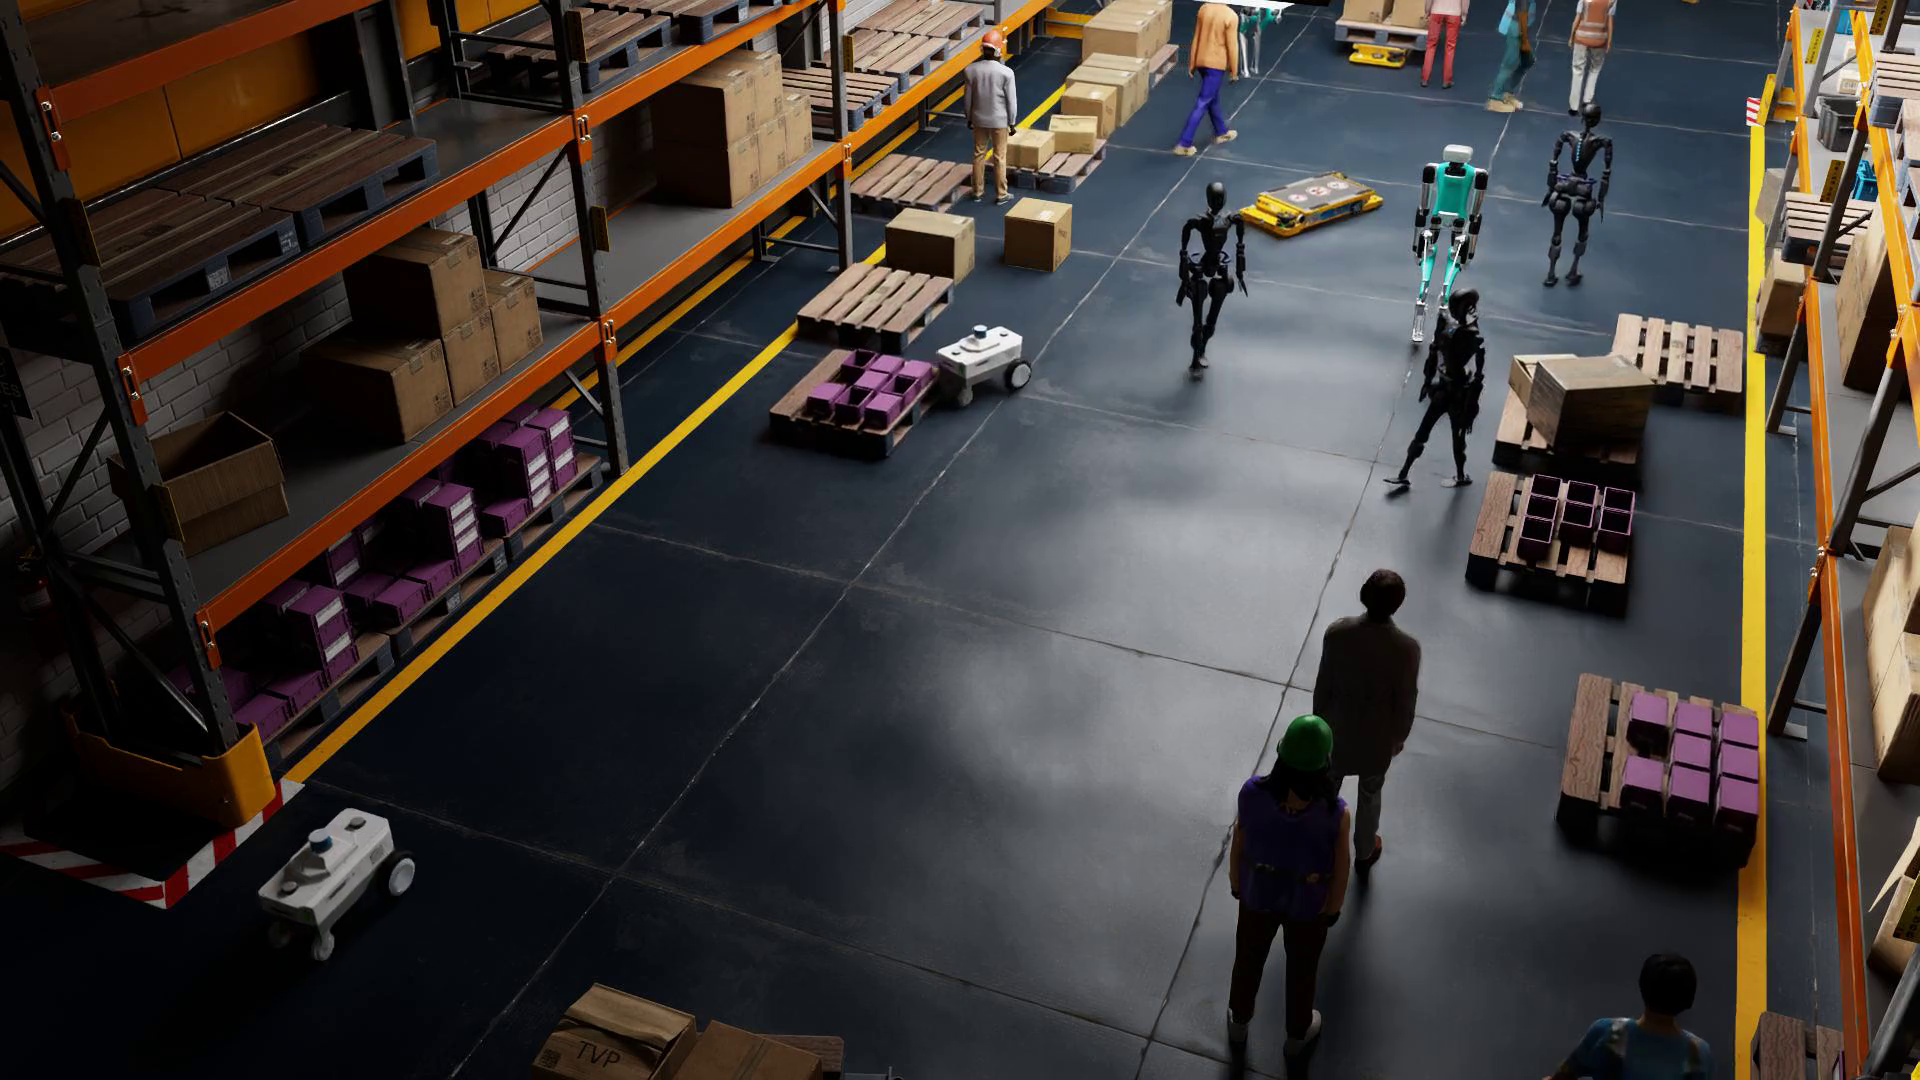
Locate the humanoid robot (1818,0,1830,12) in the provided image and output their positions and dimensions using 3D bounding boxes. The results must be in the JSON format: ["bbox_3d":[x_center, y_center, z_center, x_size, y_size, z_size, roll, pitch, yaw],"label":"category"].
[{"bbox_3d":[11.061,-6.869,20.975,0.720,1.897,0.554,-13,35,-19],"label":"humanoid robot"}]

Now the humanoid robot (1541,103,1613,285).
[{"bbox_3d":[5.602,-3.140,15.161,0.585,1.640,0.428,22,39,30],"label":"humanoid robot"}]

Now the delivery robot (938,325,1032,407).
[{"bbox_3d":[0.182,-1.468,13.604,0.784,0.599,0.499,-25,41,-33],"label":"delivery robot"}]

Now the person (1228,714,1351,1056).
[{"bbox_3d":[1.484,1.599,7.586,0.532,1.931,0.409,13,35,19],"label":"person"}]

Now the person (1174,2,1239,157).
[{"bbox_3d":[2.726,-5.168,18.067,1.028,1.927,0.520,-24,40,-32],"label":"person"}]

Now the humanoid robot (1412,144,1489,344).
[{"bbox_3d":[3.997,-2.394,13.826,0.533,1.671,0.735,12,35,18],"label":"humanoid robot"}]

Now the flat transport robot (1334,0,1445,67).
[{"bbox_3d":[5.539,-6.423,21.532,0.659,0.231,1.431,14,35,21],"label":"flat transport robot"}]

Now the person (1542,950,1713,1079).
[{"bbox_3d":[2.628,2.306,6.678,0.529,1.715,0.907,6,33,9],"label":"person"}]

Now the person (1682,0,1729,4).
[{"bbox_3d":[10.603,-8.274,23.133,0.772,1.619,0.514,8,34,12],"label":"person"}]

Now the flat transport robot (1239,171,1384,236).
[{"bbox_3d":[3.575,-3.419,16.884,1.431,0.231,0.659,-22,39,-30],"label":"flat transport robot"}]

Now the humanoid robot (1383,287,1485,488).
[{"bbox_3d":[3.504,-1.052,11.950,0.721,1.635,0.596,-14,36,-21],"label":"humanoid robot"}]

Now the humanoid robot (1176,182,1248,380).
[{"bbox_3d":[2.076,-2.136,13.604,0.596,1.647,0.541,-6,33,-10],"label":"humanoid robot"}]

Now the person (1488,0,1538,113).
[{"bbox_3d":[6.463,-5.811,19.130,0.537,1.843,0.544,13,35,20],"label":"person"}]

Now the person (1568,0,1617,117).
[{"bbox_3d":[7.277,-5.765,19.212,0.468,1.663,0.520,9,34,14],"label":"person"}]

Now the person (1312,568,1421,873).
[{"bbox_3d":[2.097,0.949,8.690,0.515,1.828,0.366,13,35,19],"label":"person"}]

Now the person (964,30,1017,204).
[{"bbox_3d":[0.318,-4.275,16.842,0.561,1.747,0.333,13,35,19],"label":"person"}]

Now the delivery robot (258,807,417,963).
[{"bbox_3d":[-3.250,1.741,8.646,0.499,0.608,0.786,12,35,18],"label":"delivery robot"}]

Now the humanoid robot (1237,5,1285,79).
[{"bbox_3d":[3.683,-6.548,20.364,0.567,1.751,0.853,-4,33,-7],"label":"humanoid robot"}]

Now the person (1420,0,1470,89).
[{"bbox_3d":[5.843,-6.329,20.006,0.523,1.769,0.312,13,35,19],"label":"person"}]
